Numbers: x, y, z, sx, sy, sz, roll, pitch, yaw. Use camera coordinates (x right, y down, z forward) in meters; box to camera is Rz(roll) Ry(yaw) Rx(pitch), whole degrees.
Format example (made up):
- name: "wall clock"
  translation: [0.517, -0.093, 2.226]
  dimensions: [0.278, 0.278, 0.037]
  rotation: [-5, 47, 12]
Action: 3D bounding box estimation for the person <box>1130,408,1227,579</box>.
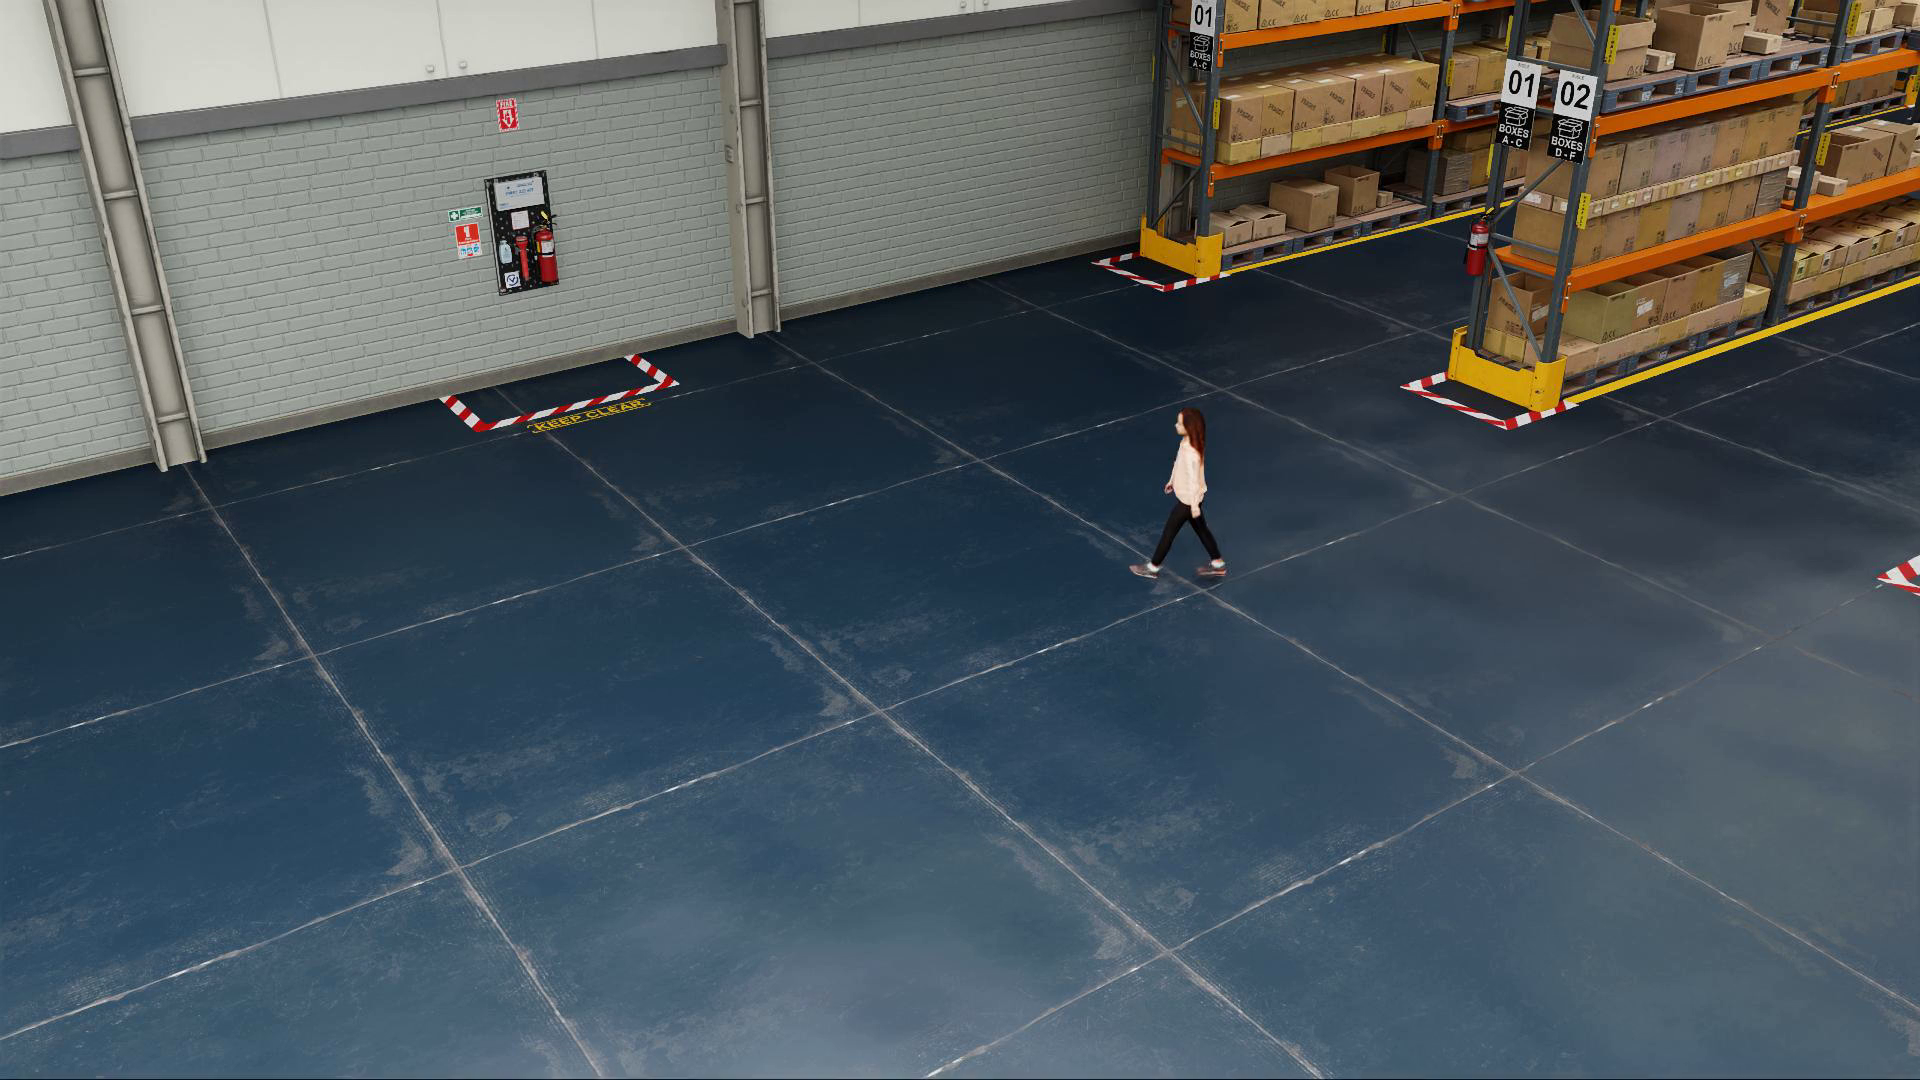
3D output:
- name: "person"
  translation: [1.834, -0.324, 12.849]
  dimensions: [1.046, 1.442, 0.962]
  rotation: [4, 28, 8]
